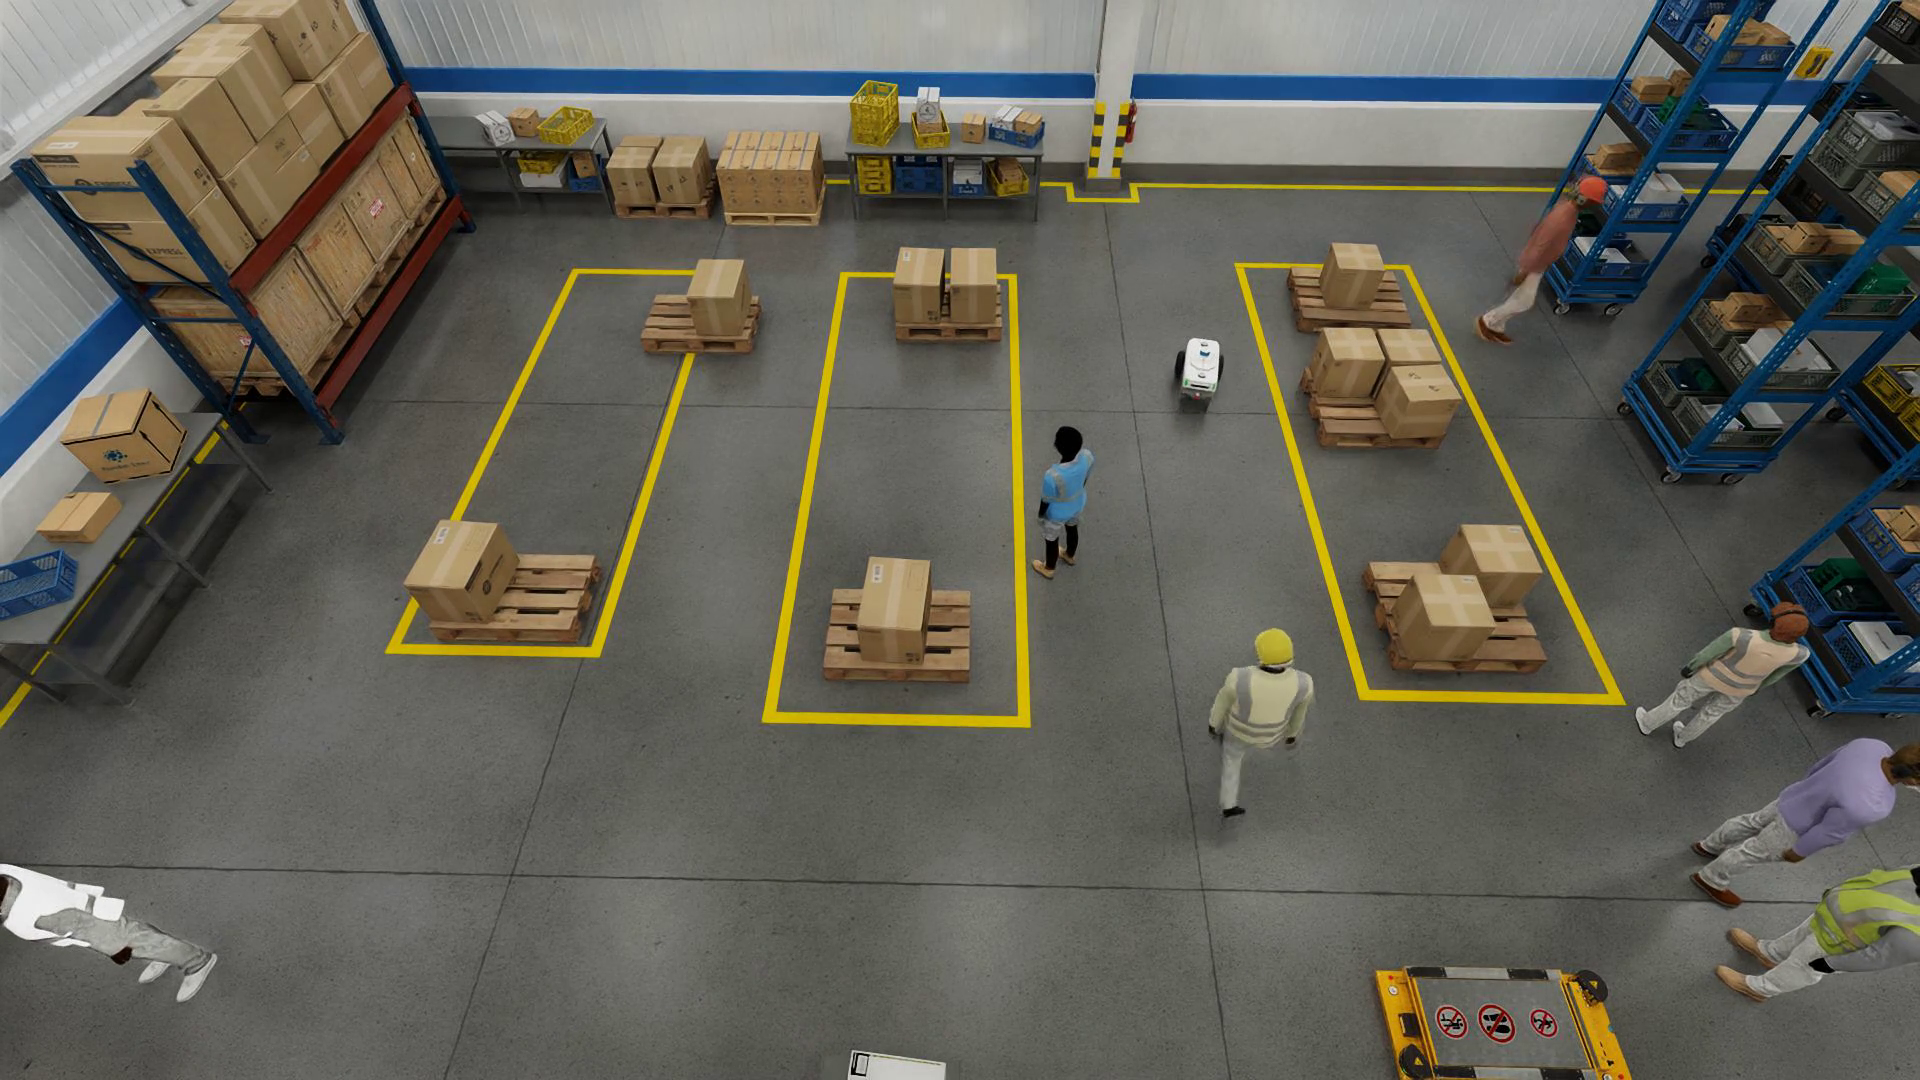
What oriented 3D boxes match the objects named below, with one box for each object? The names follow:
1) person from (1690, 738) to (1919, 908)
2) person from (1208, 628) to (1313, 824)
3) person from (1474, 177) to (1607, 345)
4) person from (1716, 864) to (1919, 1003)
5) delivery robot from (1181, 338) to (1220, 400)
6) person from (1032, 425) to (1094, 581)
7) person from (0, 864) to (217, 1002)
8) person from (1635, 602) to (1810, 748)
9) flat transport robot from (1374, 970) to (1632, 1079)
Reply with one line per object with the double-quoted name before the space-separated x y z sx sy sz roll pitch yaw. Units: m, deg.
"person" 5.482 1.797 5.939 0.374 1.934 0.628 28 56 21
"person" 2.070 1.328 6.415 0.630 1.792 0.771 -1 51 -1
"person" 6.194 -2.936 9.776 0.449 1.964 0.643 38 60 26
"person" 5.355 2.351 5.545 0.429 1.841 0.633 37 60 26
"delivery robot" 2.558 -1.831 9.721 0.477 0.478 0.707 10 52 8
"person" 0.874 -0.300 7.800 0.533 1.693 0.320 -33 58 -24
"person" -5.258 2.322 5.520 0.590 1.919 0.396 19 53 15
"person" 5.631 1.026 6.760 0.514 1.634 0.313 20 53 15
"flat transport robot" 3.501 3.133 5.914 1.431 0.197 0.652 1 51 1
